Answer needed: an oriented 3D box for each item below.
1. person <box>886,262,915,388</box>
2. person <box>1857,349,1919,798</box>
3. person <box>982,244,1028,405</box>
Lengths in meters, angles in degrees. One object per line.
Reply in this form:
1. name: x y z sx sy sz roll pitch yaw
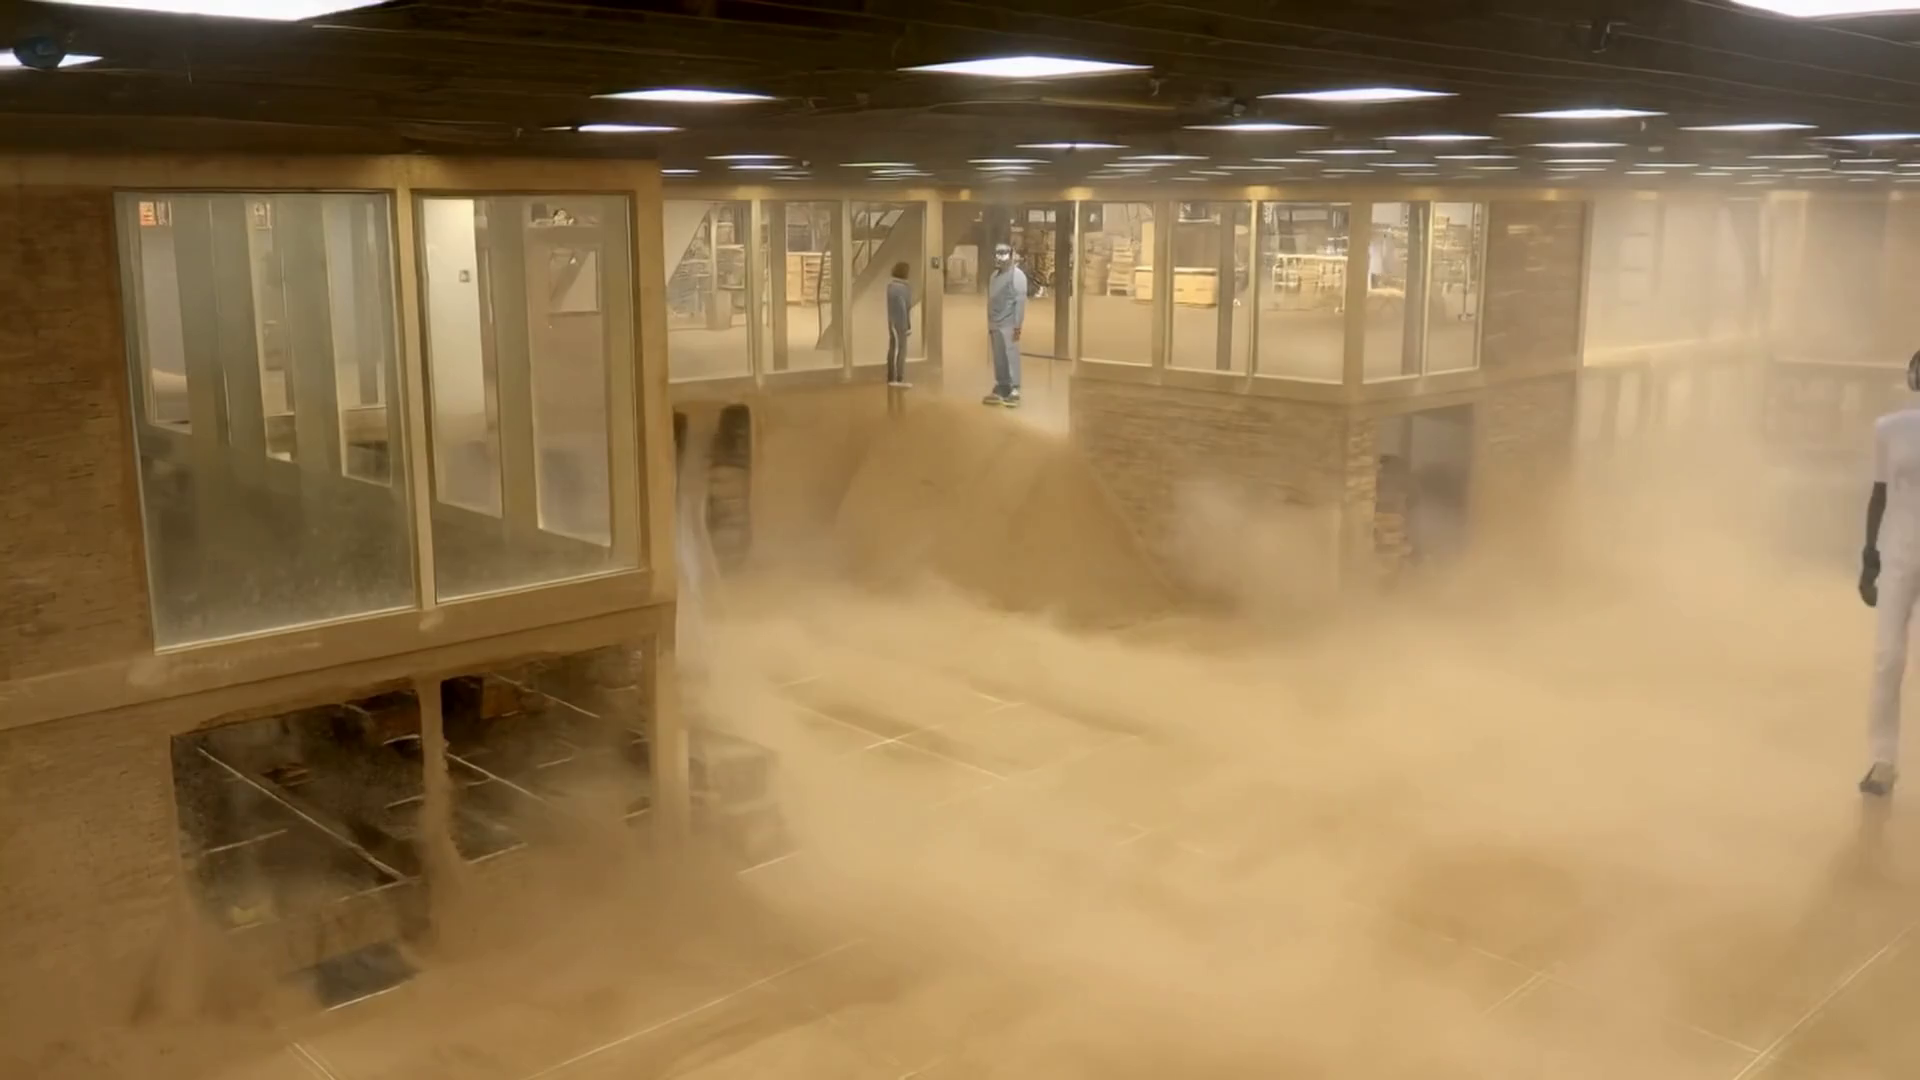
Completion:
1. person: -0.788 -2.791 21.653 0.270 1.627 0.503 -9 14 -38
2. person: 3.934 0.080 6.726 0.508 1.852 0.789 9 15 39
3. person: 0.514 -2.574 19.862 0.403 1.906 0.651 -8 14 -34
